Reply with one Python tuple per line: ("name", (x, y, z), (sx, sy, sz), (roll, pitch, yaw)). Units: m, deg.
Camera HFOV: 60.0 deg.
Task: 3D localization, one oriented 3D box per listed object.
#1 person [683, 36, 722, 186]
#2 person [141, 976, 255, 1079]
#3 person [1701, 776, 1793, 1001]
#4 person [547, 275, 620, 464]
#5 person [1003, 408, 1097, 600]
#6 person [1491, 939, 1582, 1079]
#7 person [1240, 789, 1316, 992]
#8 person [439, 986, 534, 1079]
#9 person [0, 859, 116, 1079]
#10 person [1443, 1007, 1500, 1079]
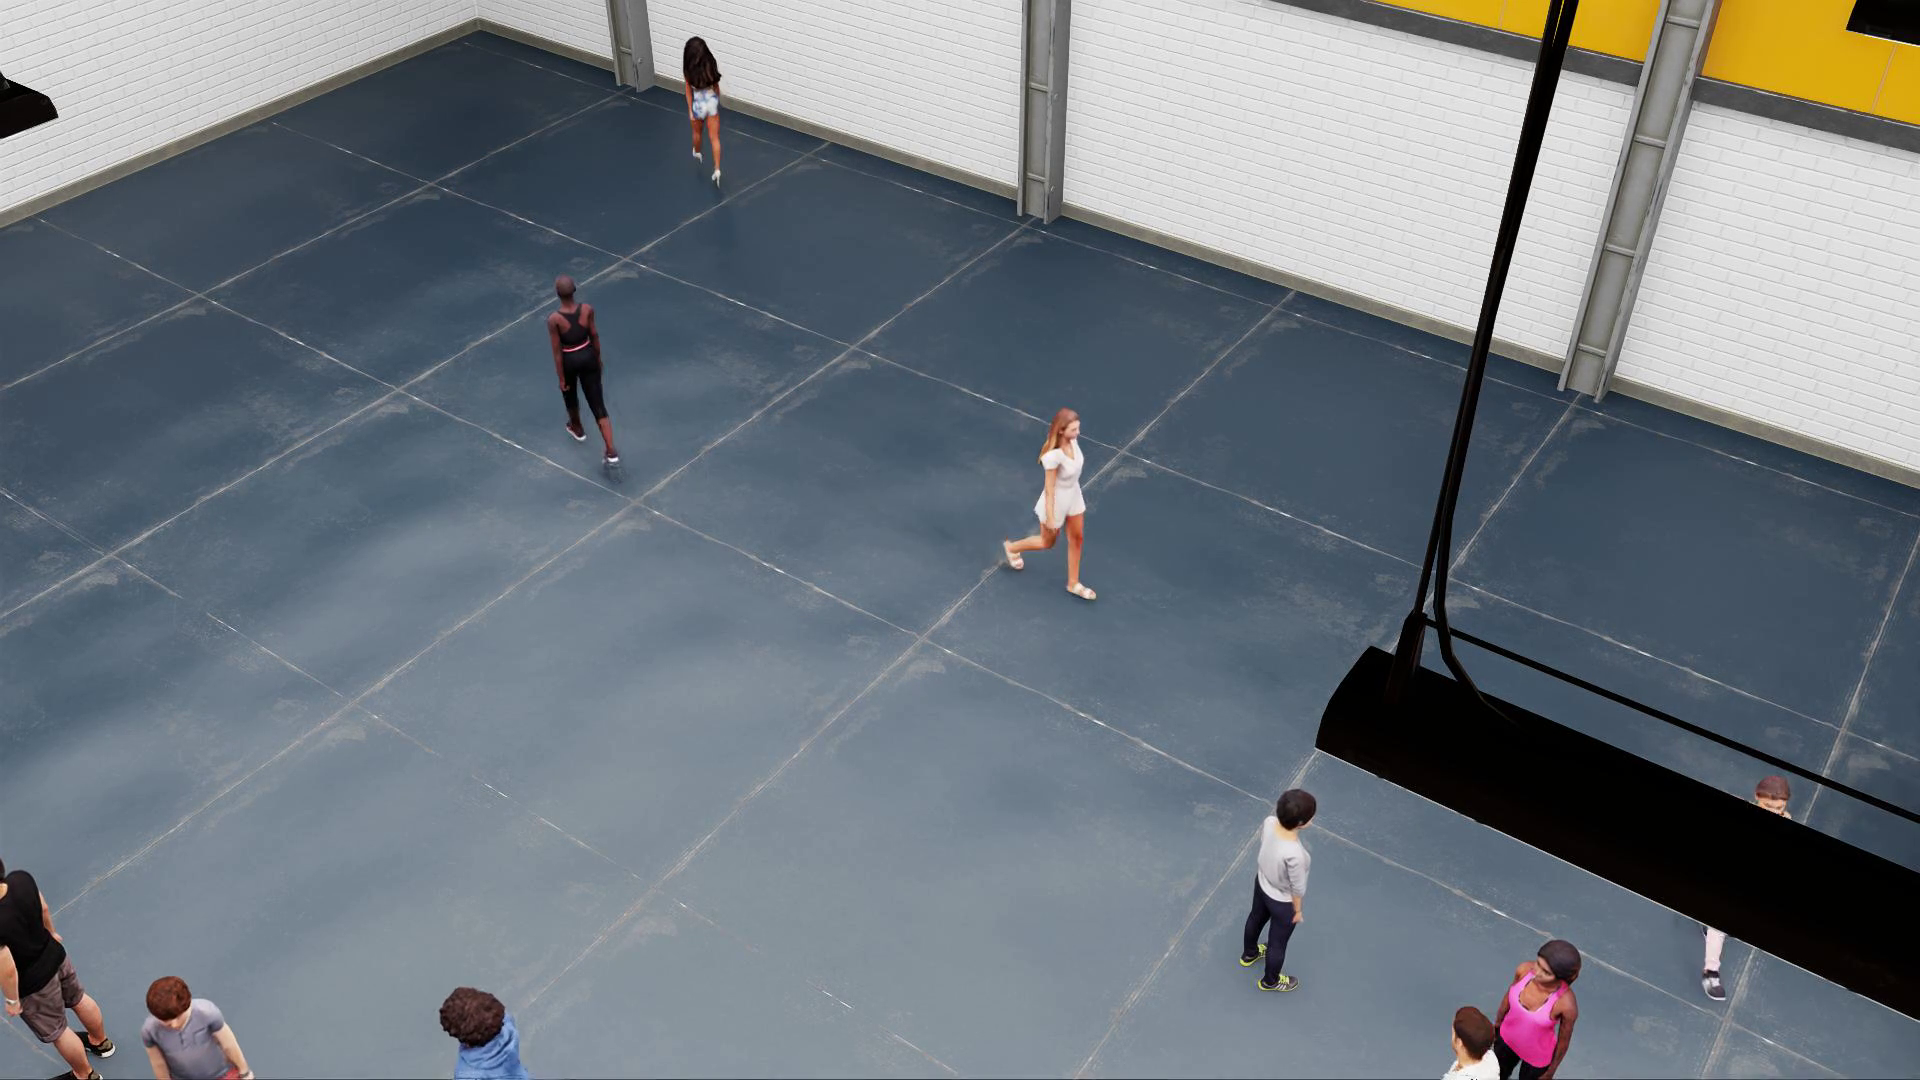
("person", (-2.772, -4.668, 18.244), (0.906, 1.575, 1.107), (-16, 41, -19))
("person", (-3.995, 2.816, 8.821), (0.694, 1.641, 0.744), (-9, 40, -12))
("person", (4.690, 1.946, 10.009), (1.014, 1.518, 0.924), (2, 39, 3))
("person", (-3.176, -1.403, 14.039), (0.913, 1.720, 1.254), (-22, 43, -25))
("person", (0.700, -0.313, 12.712), (1.025, 1.674, 0.565), (23, 44, 26))
("person", (3.039, 2.706, 8.892), (0.696, 1.723, 0.597), (-22, 43, -25))
("person", (1.874, 2.063, 9.834), (0.680, 1.552, 0.579), (-14, 41, -17))
("person", (-2.287, 2.920, 8.581), (1.229, 1.776, 0.891), (12, 40, 14))
("person", (-5.116, 2.373, 9.198), (0.781, 1.862, 0.773), (1, 39, 1))
("person", (2.580, 3.088, 8.337), (1.068, 1.818, 0.744), (16, 41, 19))
